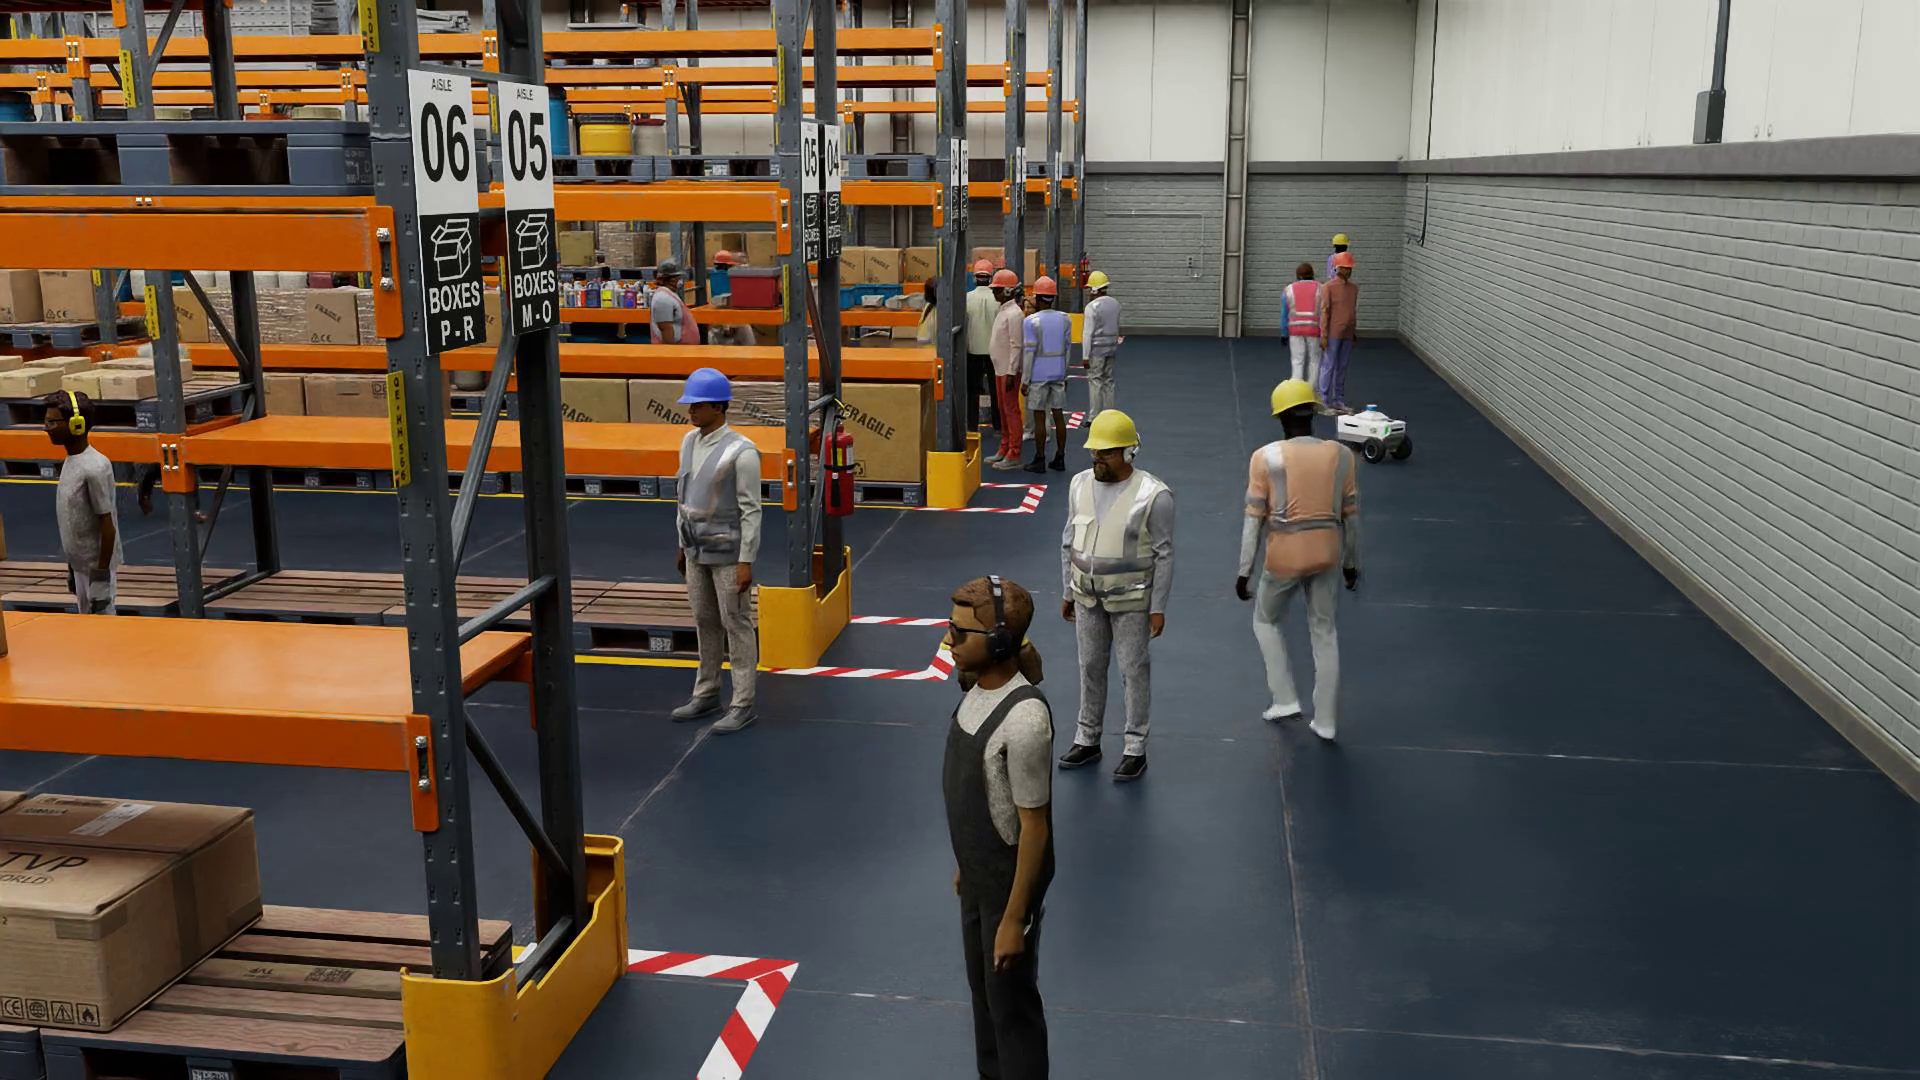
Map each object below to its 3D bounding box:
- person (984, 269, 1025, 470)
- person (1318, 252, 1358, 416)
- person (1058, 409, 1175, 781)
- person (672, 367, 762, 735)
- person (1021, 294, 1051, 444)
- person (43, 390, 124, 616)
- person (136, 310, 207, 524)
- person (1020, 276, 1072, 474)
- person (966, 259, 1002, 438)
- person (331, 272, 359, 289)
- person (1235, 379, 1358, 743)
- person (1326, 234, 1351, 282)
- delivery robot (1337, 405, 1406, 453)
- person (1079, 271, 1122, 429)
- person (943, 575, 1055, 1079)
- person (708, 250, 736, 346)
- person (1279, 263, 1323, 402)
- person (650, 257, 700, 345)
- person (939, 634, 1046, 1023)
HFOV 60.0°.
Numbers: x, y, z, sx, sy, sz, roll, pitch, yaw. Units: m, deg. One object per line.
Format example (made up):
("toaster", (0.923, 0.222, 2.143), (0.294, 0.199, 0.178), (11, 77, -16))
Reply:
("person", (0.461, -1.707, 16.685), (0.381, 1.994, 0.619), (-3, 13, -11))
("person", (4.651, -2.524, 20.370), (0.625, 1.992, 0.389), (-9, 15, -36))
("person", (0.743, 0.268, 8.137), (0.601, 1.830, 0.403), (9, 15, 35))
("person", (-1.296, 0.054, 8.836), (0.604, 1.949, 0.389), (11, 17, 41))
("person", (0.817, -1.880, 18.296), (0.524, 1.632, 0.317), (10, 16, 38))
("person", (-4.484, 0.158, 8.547), (0.328, 1.872, 0.513), (-11, 17, -42))
("person", (-6.716, -1.057, 14.073), (0.698, 1.855, 0.520), (7, 14, 28))
("person", (0.840, -1.626, 16.446), (0.542, 1.939, 0.365), (-7, 14, -28))
("person", (0.257, -2.122, 18.555), (0.623, 1.992, 0.397), (-1, 13, -6))
("person", (-7.402, -2.373, 20.040), (0.429, 1.843, 0.629), (5, 13, 22))
("person", (1.778, 0.111, 8.730), (0.729, 1.878, 0.613), (-3, 13, -13))
("person", (6.315, -4.151, 27.868), (0.368, 1.928, 0.585), (1, 13, 4))
("delivery robot", (4.267, -1.161, 17.270), (0.477, 0.478, 0.707), (-9, 15, -34))
("person", (1.608, -2.183, 19.232), (0.403, 1.827, 0.602), (12, 17, 42))
("person", (0.095, 0.999, 4.809), (0.345, 1.847, 0.504), (-4, 13, -16))
("person", (-3.175, -2.891, 22.210), (0.422, 1.925, 0.560), (-5, 13, -20))
("person", (4.409, -2.632, 21.299), (0.645, 1.799, 0.748), (3, 13, 14))
("person", (-3.120, -2.080, 18.262), (0.538, 2.000, 0.684), (-2, 13, -10))
("person", (0.102, 1.011, 5.008), (0.322, 1.736, 0.485), (-1, 13, -3))
